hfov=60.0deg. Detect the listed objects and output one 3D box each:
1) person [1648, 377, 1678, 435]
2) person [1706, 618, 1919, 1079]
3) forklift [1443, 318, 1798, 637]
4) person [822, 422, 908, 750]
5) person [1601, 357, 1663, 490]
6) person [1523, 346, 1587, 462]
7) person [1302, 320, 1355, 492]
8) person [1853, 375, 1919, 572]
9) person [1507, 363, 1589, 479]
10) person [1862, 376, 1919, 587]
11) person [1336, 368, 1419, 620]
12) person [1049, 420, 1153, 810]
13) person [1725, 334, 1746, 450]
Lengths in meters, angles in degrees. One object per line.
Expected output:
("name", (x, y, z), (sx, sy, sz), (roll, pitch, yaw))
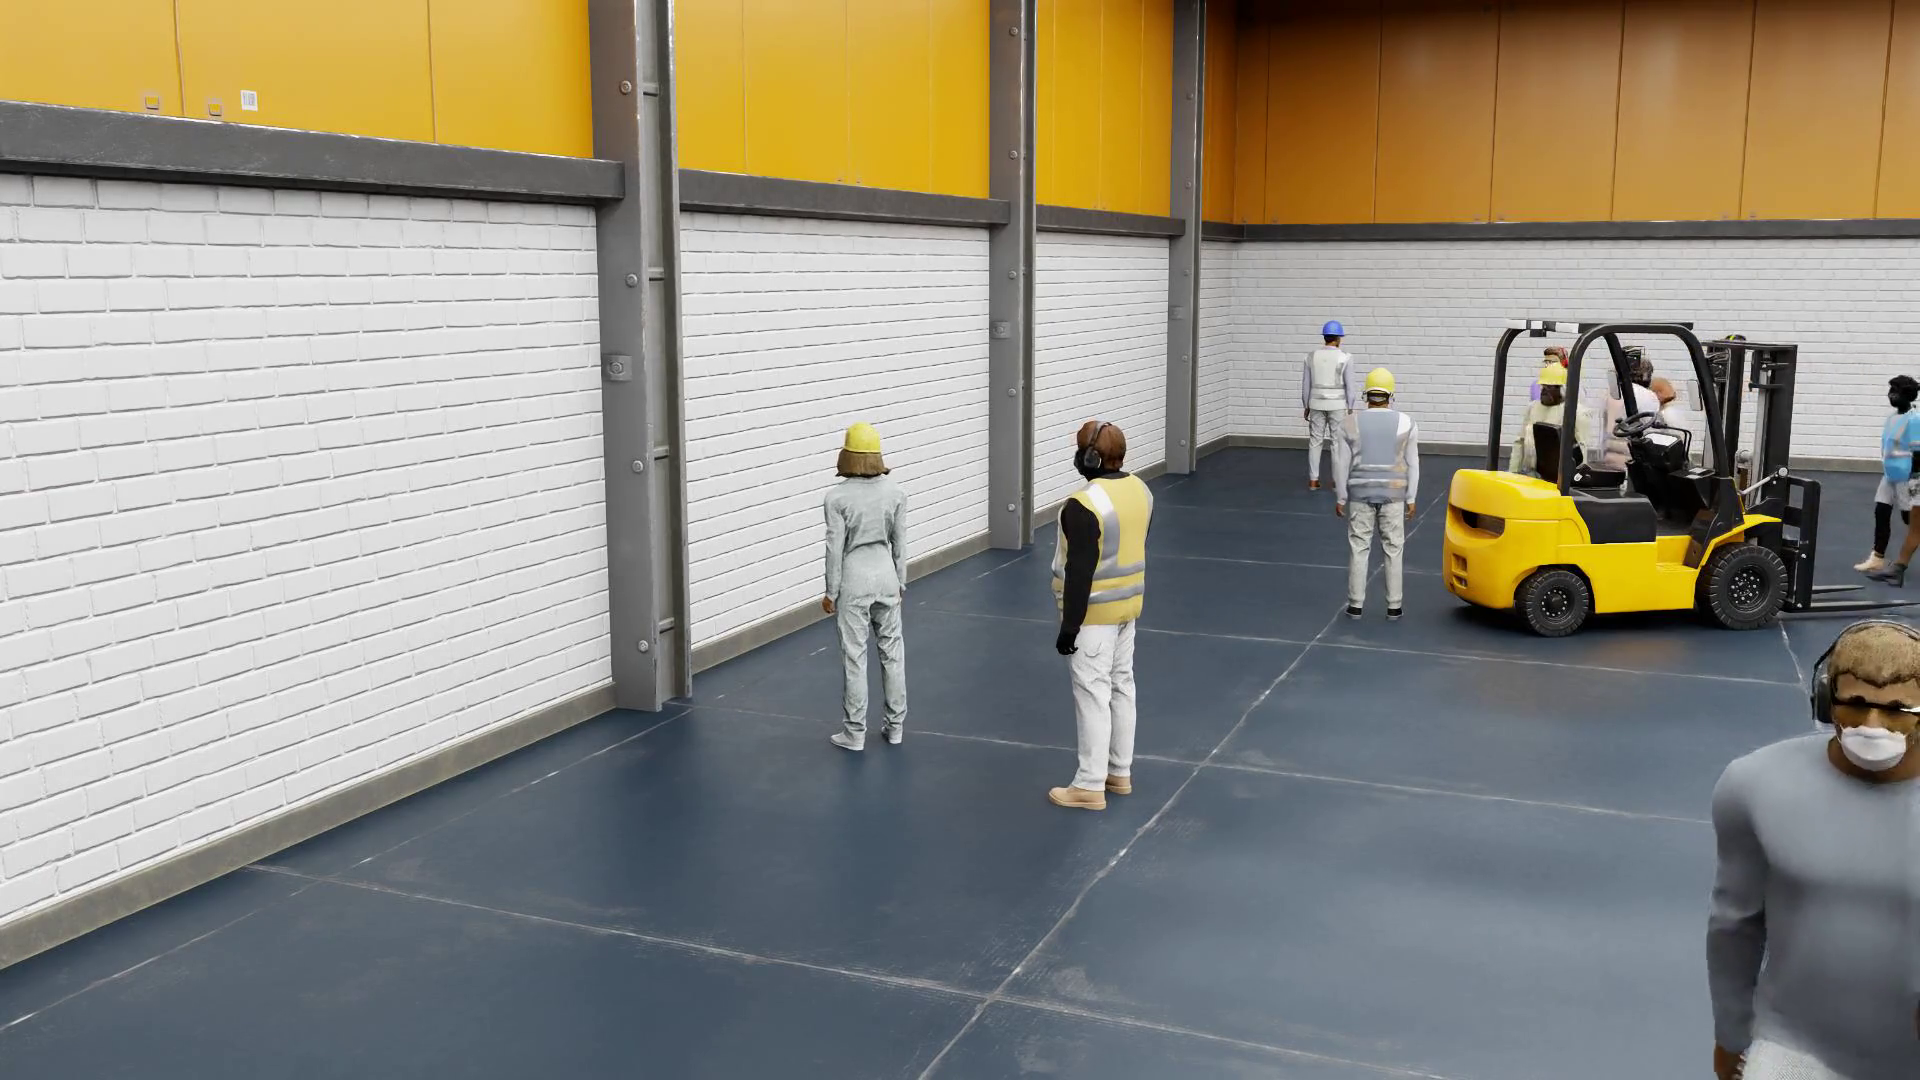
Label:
("person", (6.177, -0.611, 14.423), (0.528, 1.608, 0.526), (1, 9, 7))
("person", (1.853, 1.073, 3.435), (0.630, 1.892, 1.018), (6, 11, 33))
("forklift", (4.706, -0.497, 11.990), (2.313, 2.155, 1.214), (-2, 10, -10))
("person", (-0.509, 0.245, 8.856), (0.484, 1.745, 0.297), (-5, 11, -28))
("person", (5.645, -0.659, 14.170), (0.878, 1.795, 0.621), (-1, 9, -7))
("person", (5.352, -0.820, 14.998), (0.390, 1.847, 0.562), (-6, 11, -34))
("person", (4.203, -1.522, 18.951), (0.609, 1.943, 0.402), (6, 11, 32))
("person", (7.918, -0.538, 13.809), (0.725, 1.676, 0.540), (0, 9, 3))
("person", (4.835, -0.565, 13.688), (0.975, 1.783, 0.595), (-4, 10, -25))
("person", (7.665, -0.528, 13.112), (0.947, 1.874, 0.570), (1, 9, 7))
("person", (3.016, -0.328, 12.052), (0.586, 1.835, 0.403), (2, 10, 11))
("person", (0.650, 0.351, 7.911), (0.429, 1.846, 0.626), (6, 11, 34))
("person", (8.074, -1.258, 17.637), (0.602, 1.855, 0.516), (9, 13, 43))
